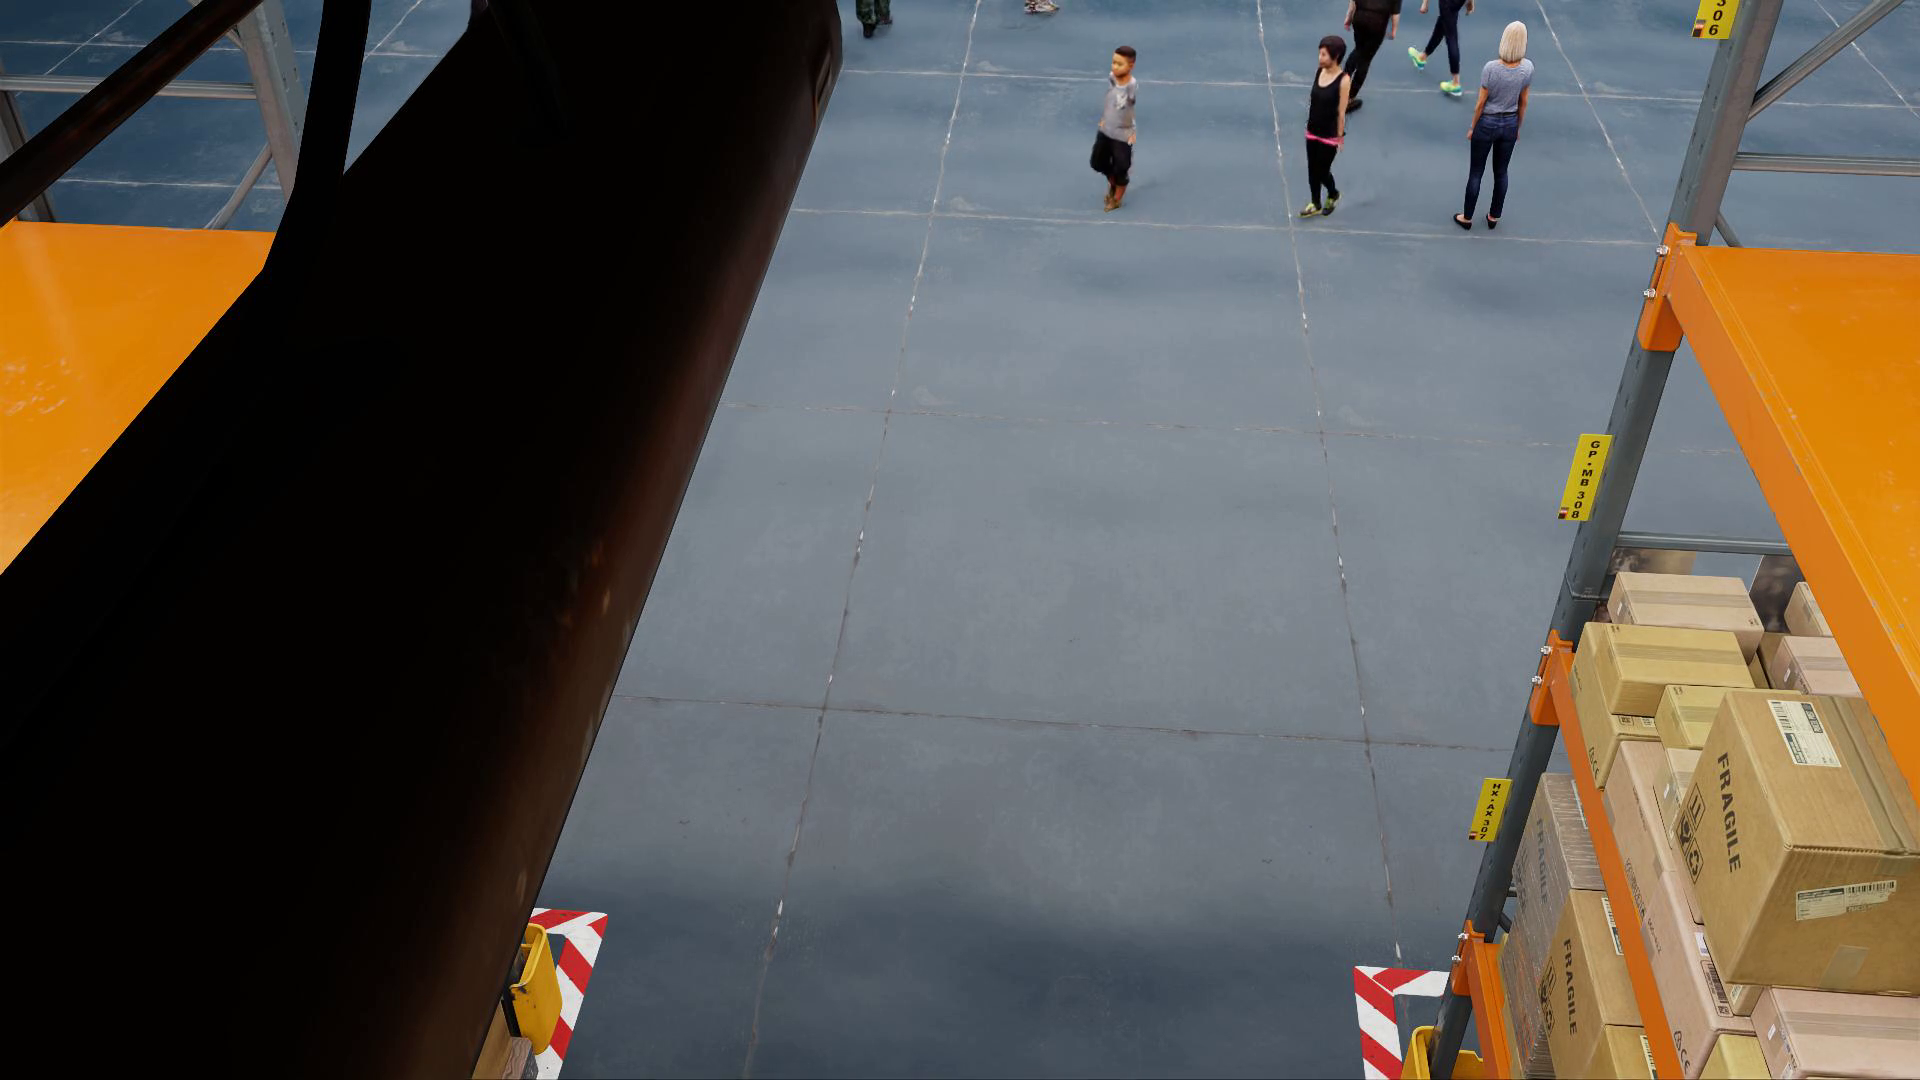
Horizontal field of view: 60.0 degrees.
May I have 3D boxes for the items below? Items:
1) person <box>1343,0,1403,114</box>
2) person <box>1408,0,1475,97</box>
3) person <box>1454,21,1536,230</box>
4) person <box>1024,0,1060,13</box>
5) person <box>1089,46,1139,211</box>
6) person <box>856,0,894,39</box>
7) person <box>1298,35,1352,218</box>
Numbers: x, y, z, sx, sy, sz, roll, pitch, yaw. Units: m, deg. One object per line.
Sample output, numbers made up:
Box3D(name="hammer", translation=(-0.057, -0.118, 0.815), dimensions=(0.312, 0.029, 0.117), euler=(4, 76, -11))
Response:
Box3D(name="person", translation=(3.683, -4.675, 15.104), dimensions=(0.790, 1.687, 0.840), euler=(26, 45, 30))
Box3D(name="person", translation=(4.641, -4.978, 15.519), dimensions=(0.983, 1.653, 1.227), euler=(-15, 41, -19))
Box3D(name="person", translation=(4.301, -3.312, 13.333), dimensions=(0.612, 1.722, 0.540), euler=(-1, 38, -2))
Box3D(name="person", translation=(0.852, -6.321, 17.137), dimensions=(0.862, 1.775, 0.783), euler=(-10, 39, -12))
Box3D(name="person", translation=(1.346, -3.450, 13.729), dimensions=(0.720, 1.452, 0.769), euler=(29, 46, 32))
Box3D(name="person", translation=(-0.930, -5.969, 16.601), dimensions=(0.699, 1.880, 0.694), euler=(3, 38, 4))
Box3D(name="person", translation=(3.031, -3.355, 13.537), dimensions=(0.751, 1.539, 0.684), euler=(-22, 43, -25))
